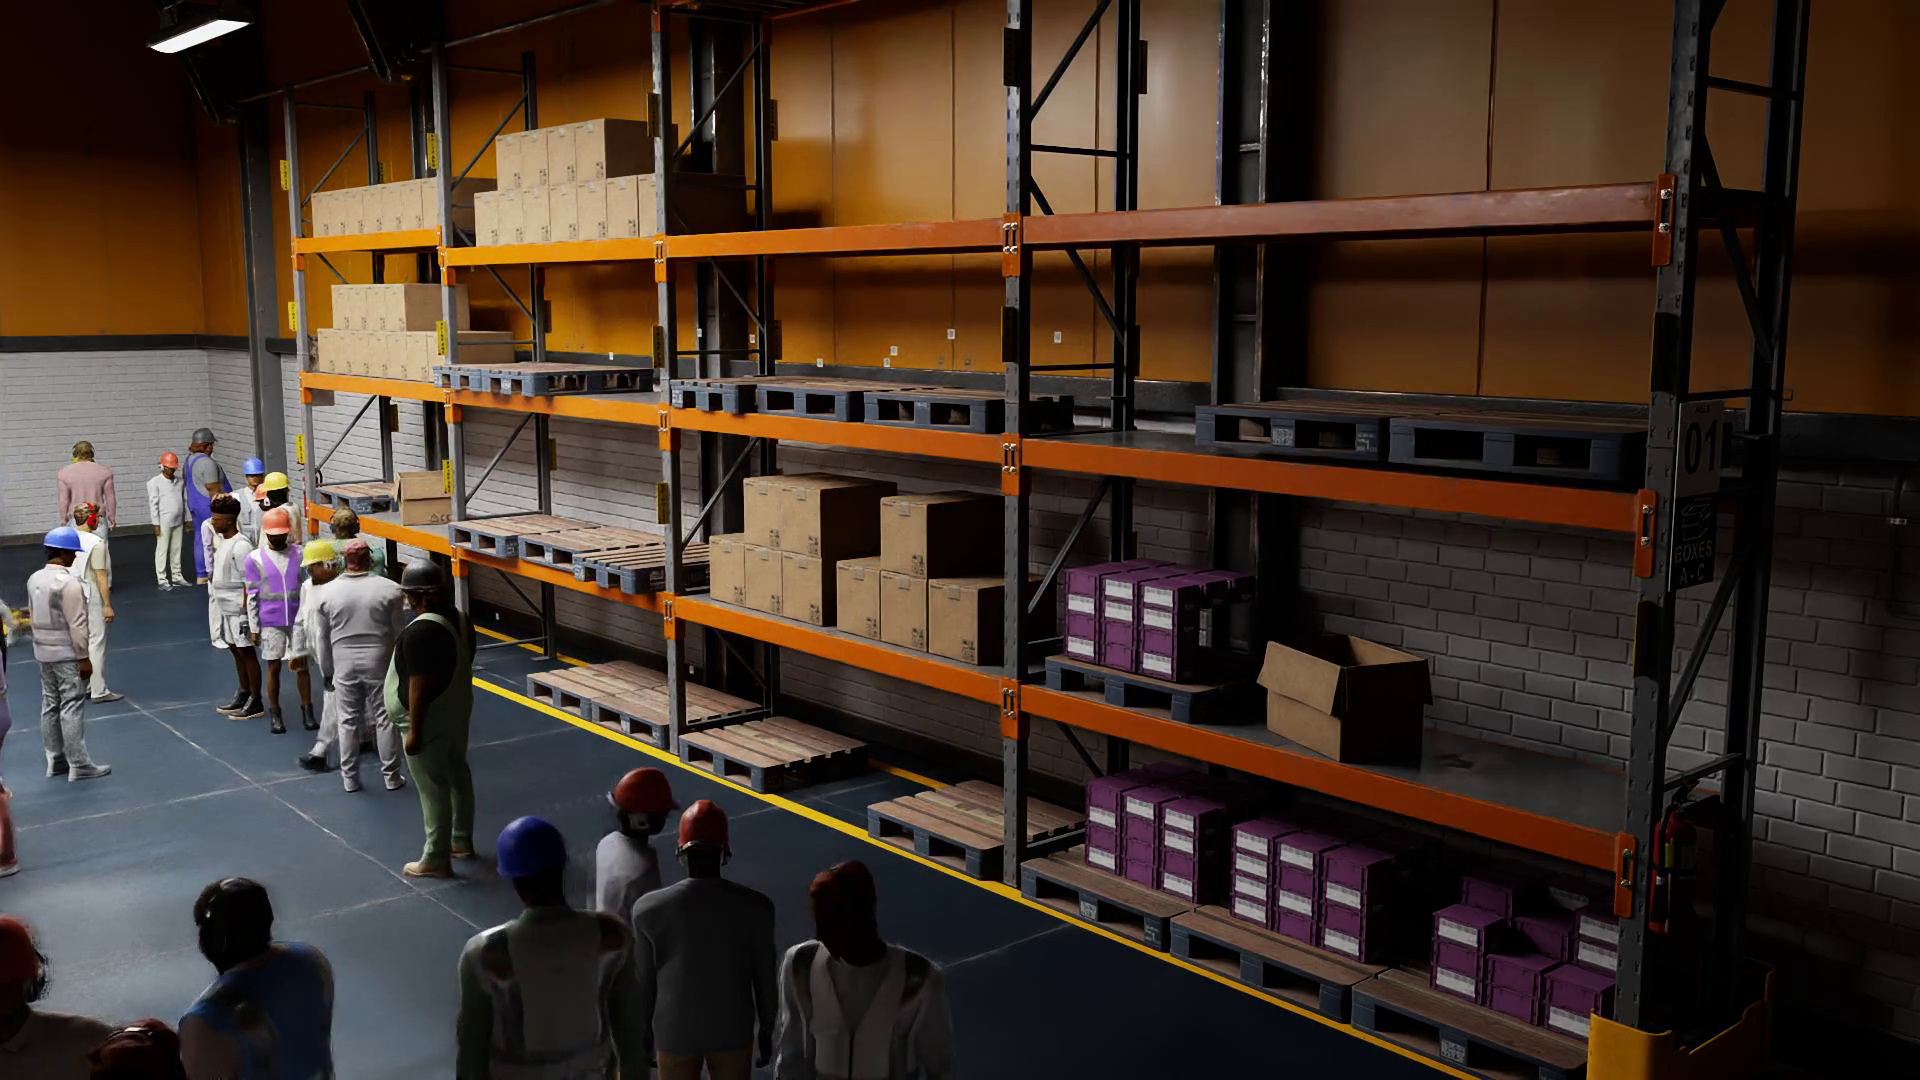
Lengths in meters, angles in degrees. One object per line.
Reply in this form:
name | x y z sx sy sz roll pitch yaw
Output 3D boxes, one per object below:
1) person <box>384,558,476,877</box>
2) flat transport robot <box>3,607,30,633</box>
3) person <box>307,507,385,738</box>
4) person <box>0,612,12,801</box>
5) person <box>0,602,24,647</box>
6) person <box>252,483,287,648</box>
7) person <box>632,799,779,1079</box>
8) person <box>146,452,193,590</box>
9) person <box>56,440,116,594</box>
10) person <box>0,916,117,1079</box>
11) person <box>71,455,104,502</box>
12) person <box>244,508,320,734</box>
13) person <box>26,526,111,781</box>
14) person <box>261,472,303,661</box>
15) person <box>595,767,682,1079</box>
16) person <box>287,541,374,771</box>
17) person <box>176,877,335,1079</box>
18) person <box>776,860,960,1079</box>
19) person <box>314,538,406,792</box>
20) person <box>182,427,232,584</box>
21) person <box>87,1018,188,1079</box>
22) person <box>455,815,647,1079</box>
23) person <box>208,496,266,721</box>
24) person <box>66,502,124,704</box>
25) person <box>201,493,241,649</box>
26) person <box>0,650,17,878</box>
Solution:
person | -3.396 1.112 10.618 0.536 2.000 0.688 1 8 10
flat transport robot | -11.068 0.884 18.318 1.431 0.197 0.652 0 8 -1
person | -5.105 0.687 13.919 0.627 1.940 0.375 -2 8 -13
person | -7.156 0.949 11.910 0.619 1.994 0.381 -3 9 -19
person | -10.103 0.241 17.096 0.624 1.912 0.812 3 9 19
person | -7.252 0.280 17.563 0.353 1.707 0.572 -2 8 -12
person | -0.980 1.864 6.435 0.557 1.743 0.366 -1 8 -10
person | -9.992 -0.244 21.066 0.337 1.743 0.560 3 9 20
person | -10.778 -0.268 20.563 0.636 1.938 0.355 -5 10 -33
person | -2.637 1.998 4.677 0.637 1.986 0.414 -3 9 -21
person | -11.354 -0.321 21.657 0.489 1.731 0.321 3 9 21
person | -5.713 0.679 14.042 0.548 1.925 0.390 -5 10 -32
person | -6.827 0.865 12.689 0.602 1.938 0.408 5 10 33
person | -6.868 0.264 16.905 0.365 1.927 0.587 -1 8 -7
person | -1.335 1.795 6.951 0.389 1.730 0.575 -3 9 -21
person | -4.971 0.893 13.026 0.603 1.774 0.935 4 9 27
person | -2.280 1.980 5.352 0.491 1.828 0.661 2 8 12
person | -0.288 1.934 5.477 0.674 1.875 0.442 2 8 12
person | -4.430 0.934 12.365 0.646 1.901 0.400 -1 8 -10
person | -9.597 -0.426 21.309 0.683 2.000 0.538 7 10 38
person | -2.018 2.112 4.258 0.581 1.877 0.367 -1 8 -5
person | -1.378 1.881 5.663 0.638 1.920 0.463 -5 9 -30
person | -6.320 0.586 14.527 0.367 1.964 0.609 -6 10 -38
person | -7.910 0.573 15.079 0.560 1.836 0.394 5 10 31
person | -7.756 0.316 17.539 0.308 1.640 0.511 3 9 20
person | -6.212 1.191 10.486 0.400 1.919 0.591 -6 10 -35
